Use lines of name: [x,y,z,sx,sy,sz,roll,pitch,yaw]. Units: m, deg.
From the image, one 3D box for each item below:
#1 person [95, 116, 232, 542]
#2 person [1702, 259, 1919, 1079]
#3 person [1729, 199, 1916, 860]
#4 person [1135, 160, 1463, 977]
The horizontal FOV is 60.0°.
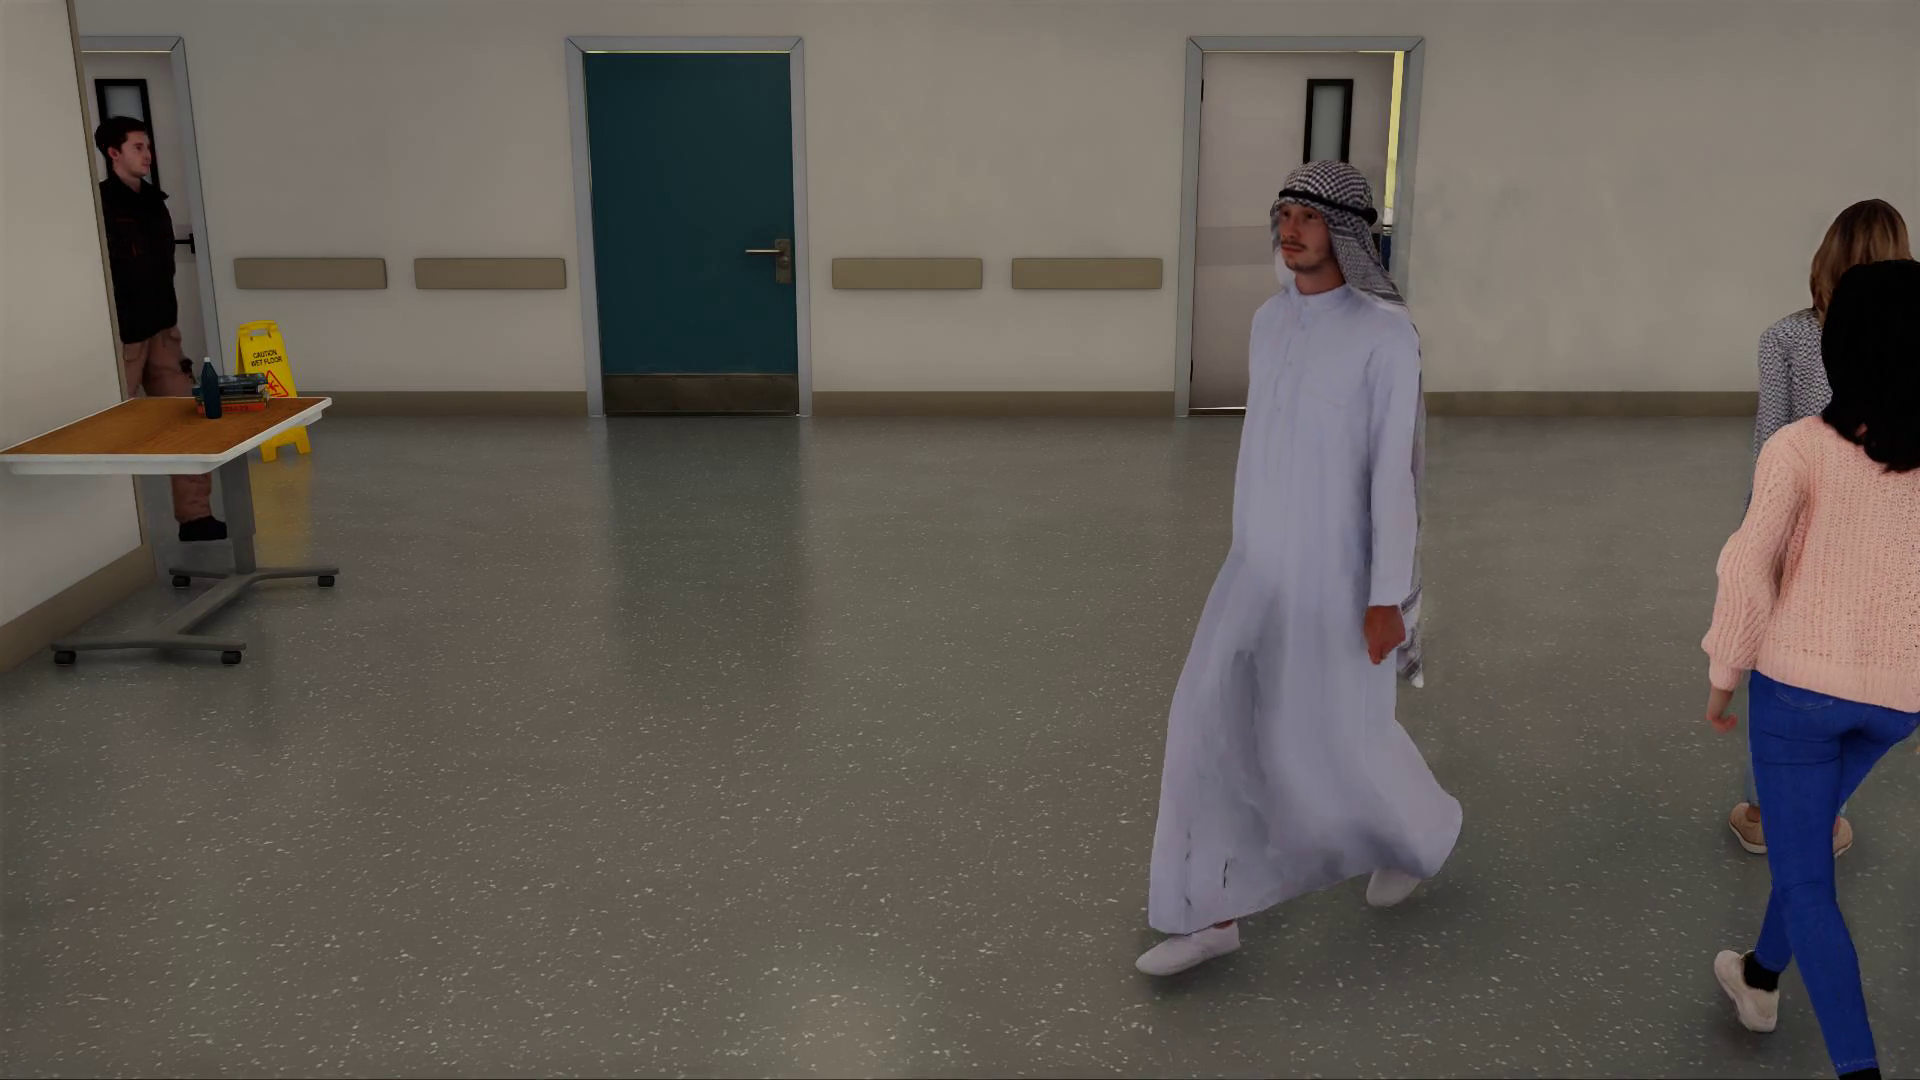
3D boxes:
person: [-3.759,-0.891,7.420,1.254,1.895,0.894,4,16,15]
person: [1.762,0.368,3.258,1.101,1.729,0.736,1,16,2]
person: [2.326,-0.005,4.458,0.599,1.796,0.724,8,17,25]
person: [0.917,0.089,3.951,1.322,1.890,1.165,-12,19,-35]
